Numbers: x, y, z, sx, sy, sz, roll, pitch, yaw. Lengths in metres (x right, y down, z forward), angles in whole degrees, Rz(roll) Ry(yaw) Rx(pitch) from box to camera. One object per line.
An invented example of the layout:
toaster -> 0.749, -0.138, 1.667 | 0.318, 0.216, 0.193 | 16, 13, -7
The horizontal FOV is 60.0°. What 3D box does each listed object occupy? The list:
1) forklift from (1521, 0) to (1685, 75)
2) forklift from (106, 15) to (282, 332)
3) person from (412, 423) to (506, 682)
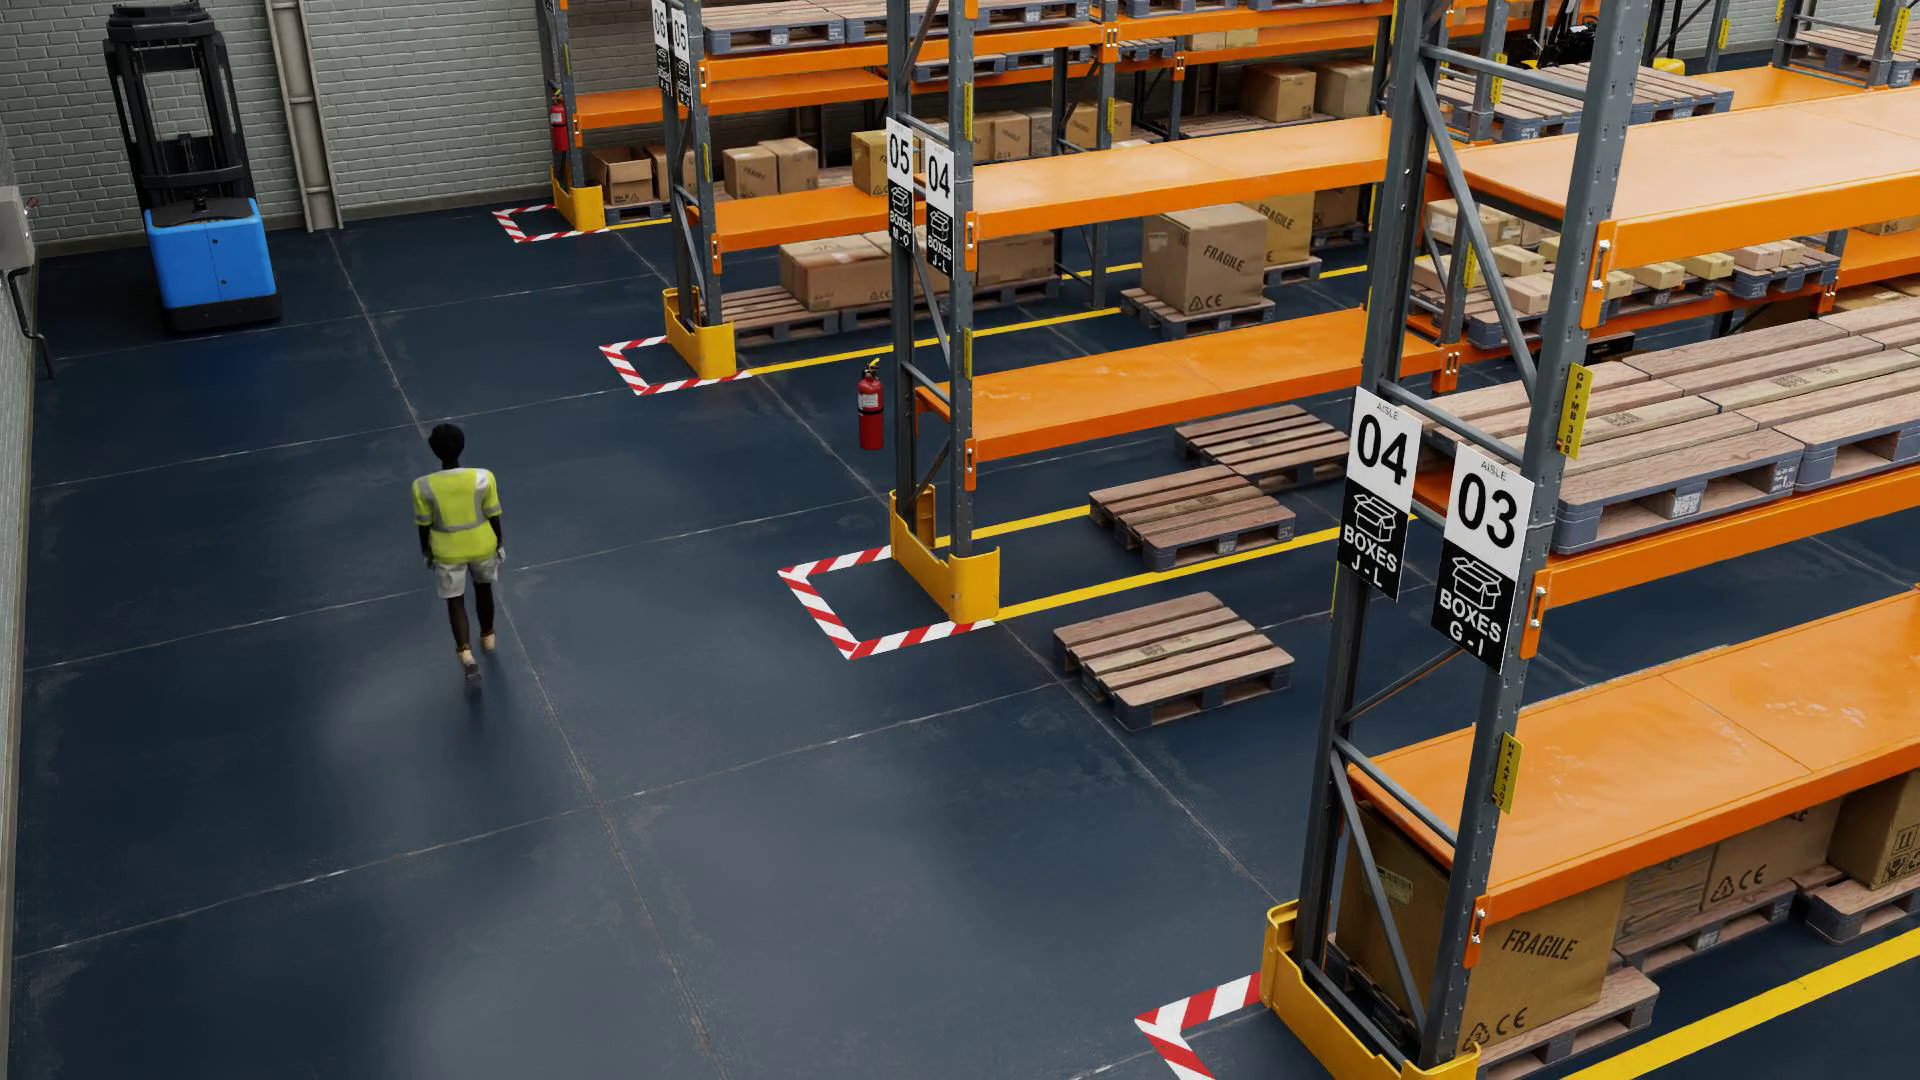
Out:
forklift -> 8.950, -6.807, 23.056 | 1.214, 2.155, 2.313 | -12, 30, -22
forklift -> -7.548, -3.672, 16.323 | 1.129, 2.768, 1.873 | -12, 30, -22
person -> -3.108, 0.084, 10.422 | 0.531, 1.668, 0.721 | -9, 29, -17
